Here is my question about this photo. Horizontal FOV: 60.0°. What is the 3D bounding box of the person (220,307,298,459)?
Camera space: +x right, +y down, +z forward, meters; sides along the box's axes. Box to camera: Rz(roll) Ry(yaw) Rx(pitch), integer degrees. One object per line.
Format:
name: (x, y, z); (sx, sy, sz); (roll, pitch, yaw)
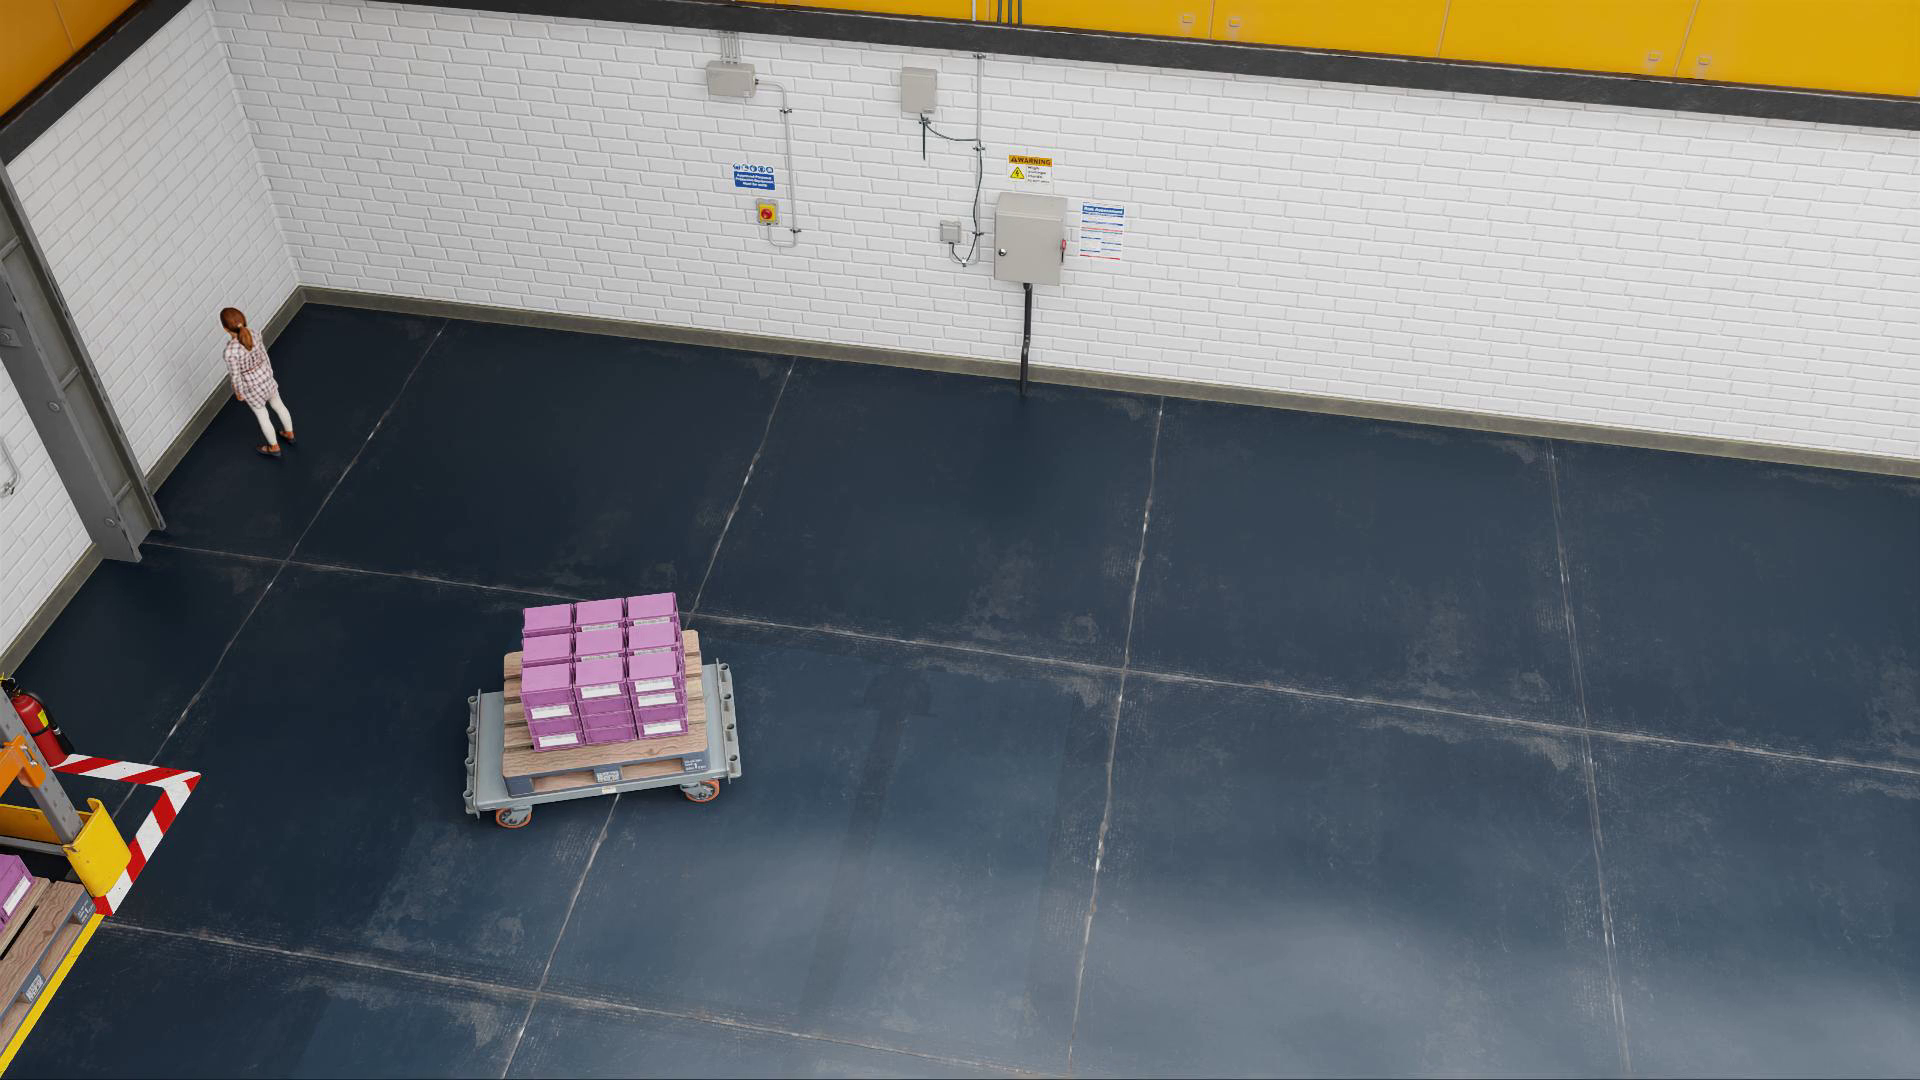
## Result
person: (-5.207, -1.179, 12.307); (0.651, 1.312, 0.546); (20, 47, 20)
